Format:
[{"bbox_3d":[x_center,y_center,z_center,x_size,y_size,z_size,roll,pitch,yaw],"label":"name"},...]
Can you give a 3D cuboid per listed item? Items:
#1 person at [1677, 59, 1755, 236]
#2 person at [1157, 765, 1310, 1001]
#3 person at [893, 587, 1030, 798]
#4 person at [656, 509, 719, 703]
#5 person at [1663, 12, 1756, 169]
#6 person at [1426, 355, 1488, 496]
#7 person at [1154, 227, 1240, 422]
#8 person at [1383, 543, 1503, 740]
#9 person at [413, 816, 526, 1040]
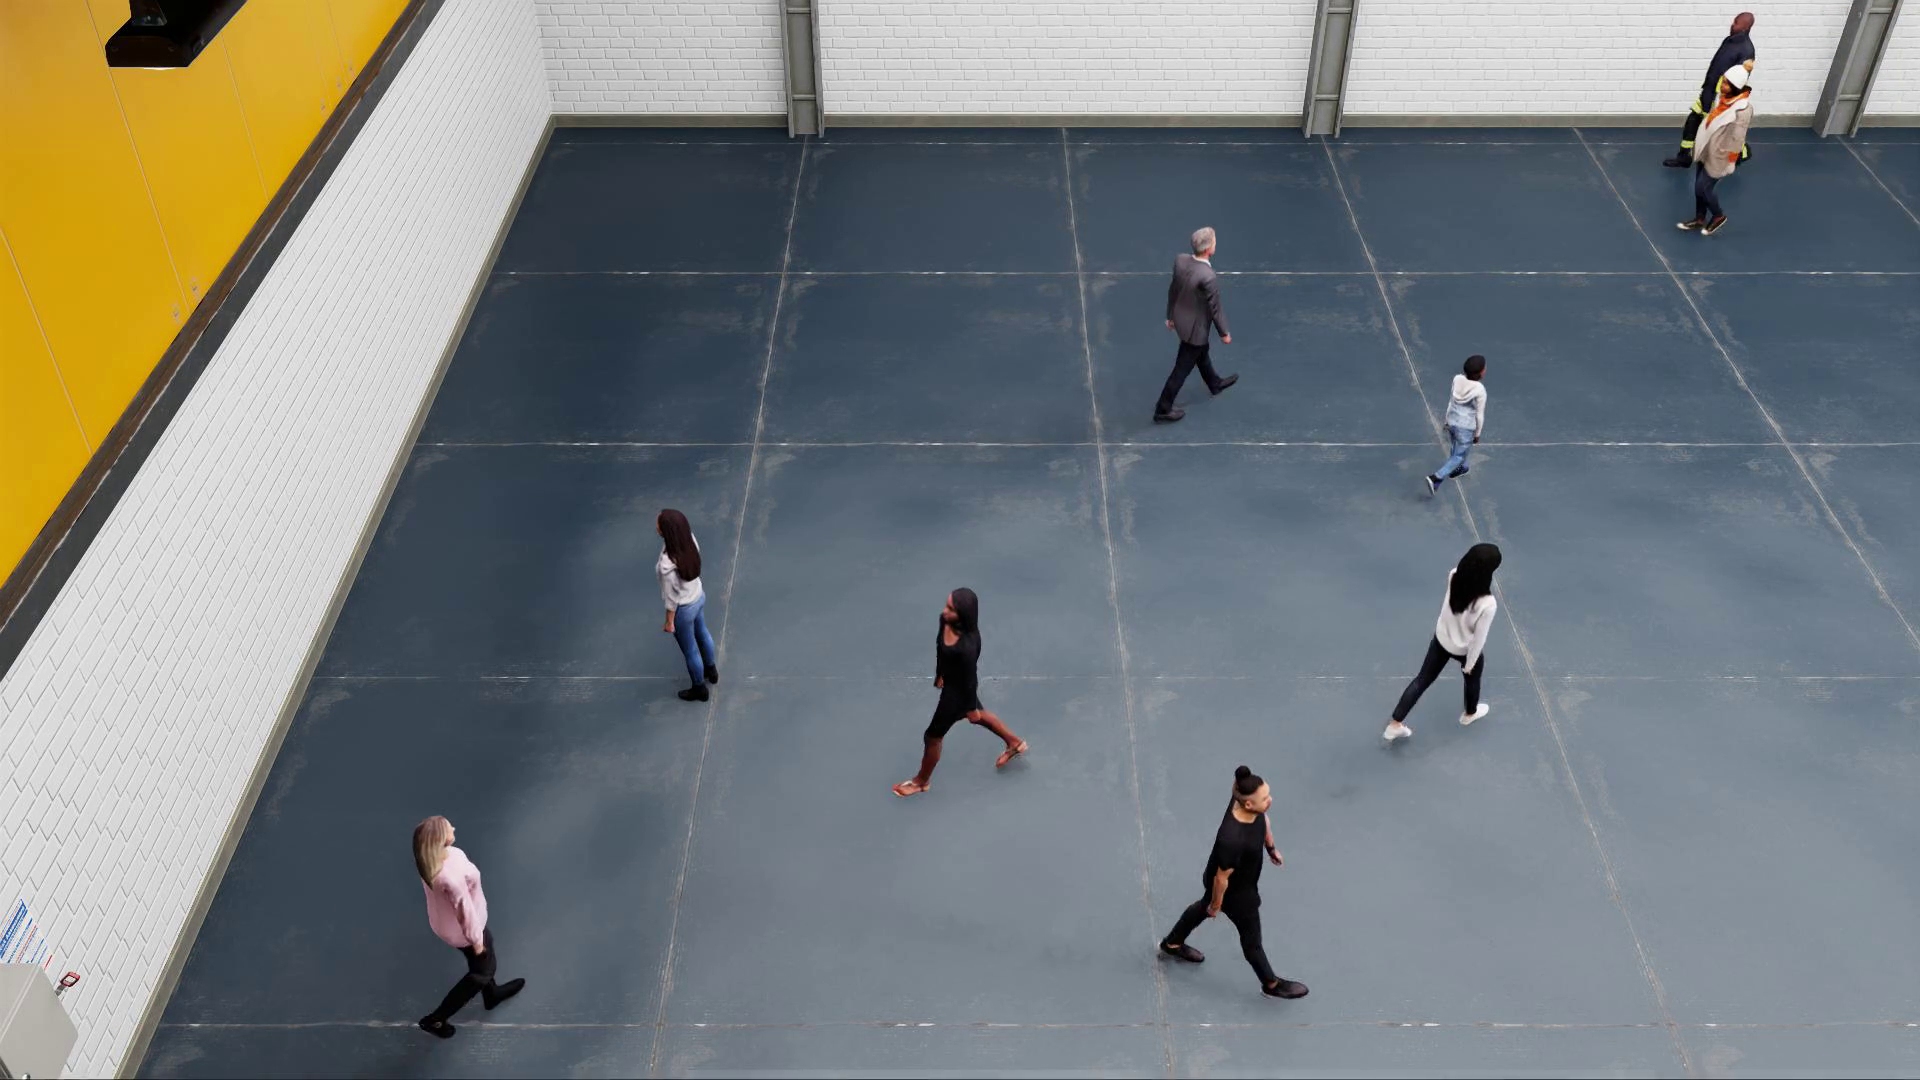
[{"bbox_3d":[7.834,-3.995,16.958,0.714,1.885,0.688,-2,39,-2],"label":"person"},{"bbox_3d":[1.503,1.919,9.607,1.252,1.817,0.929,11,40,14],"label":"person"},{"bbox_3d":[0.069,0.979,10.897,1.274,1.676,0.878,-11,40,-14],"label":"person"},{"bbox_3d":[-1.903,0.449,11.596,0.610,1.631,0.661,11,40,13],"label":"person"},{"bbox_3d":[8.392,-4.853,18.107,1.188,1.792,0.799,-3,39,-4],"label":"person"},{"bbox_3d":[4.086,-0.942,13.645,0.883,1.248,0.734,-21,43,-24],"label":"person"},{"bbox_3d":[1.939,-1.809,14.287,1.262,1.801,0.995,-14,41,-16],"label":"person"},{"bbox_3d":[3.271,0.726,11.225,1.174,1.662,0.985,-21,43,-25],"label":"person"},{"bbox_3d":[-2.886,2.197,9.375,1.001,1.673,0.918,-29,47,-31],"label":"person"}]
